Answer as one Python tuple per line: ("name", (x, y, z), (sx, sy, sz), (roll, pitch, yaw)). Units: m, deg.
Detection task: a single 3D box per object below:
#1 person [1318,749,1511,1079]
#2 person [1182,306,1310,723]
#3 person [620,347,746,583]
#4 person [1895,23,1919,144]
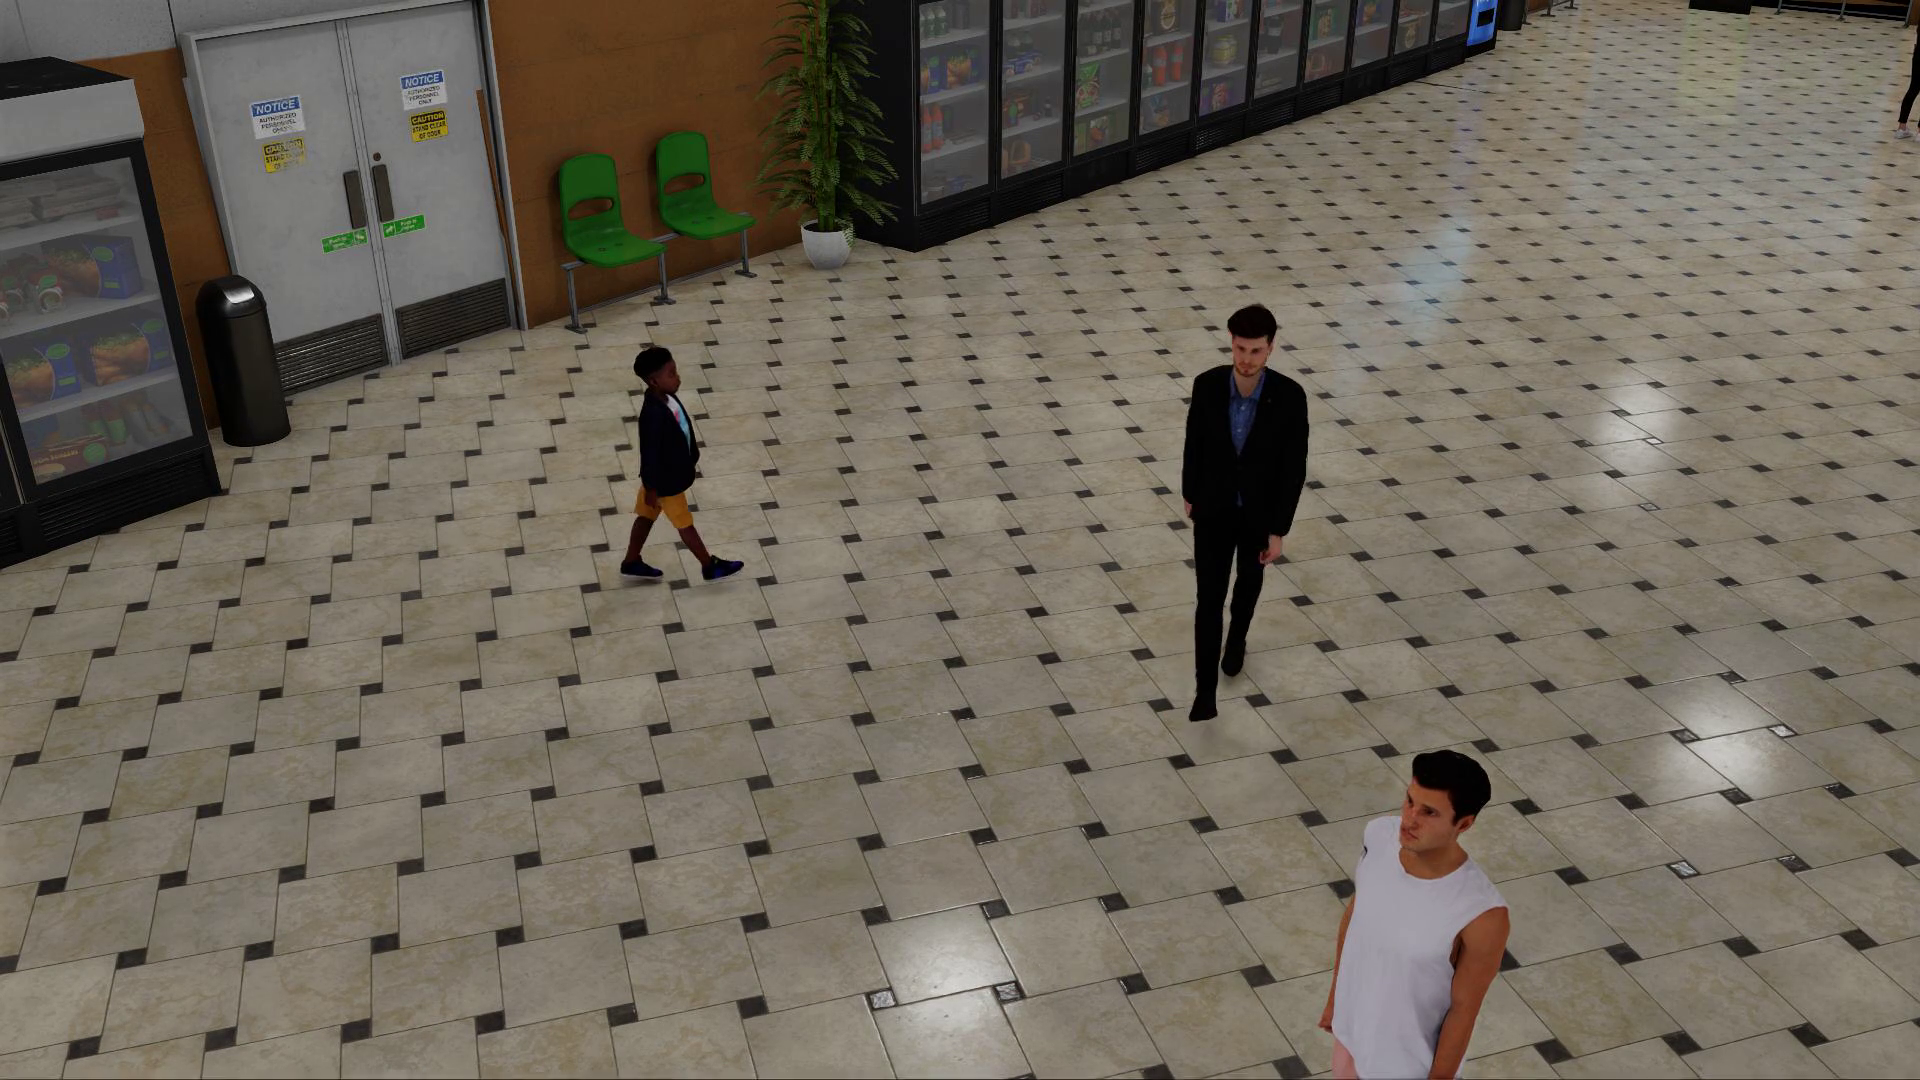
("person", (1.154, 1.295, 4.328), (0.782, 1.792, 0.656), (-12, 29, -22))
("person", (1.218, -0.164, 7.167), (1.199, 1.826, 1.062), (7, 28, 14))
("person", (-1.518, -0.335, 8.153), (0.922, 1.240, 0.851), (-1, 27, -3))
("person", (9.638, -4.825, 16.492), (0.743, 1.704, 0.611), (-12, 29, -22))
